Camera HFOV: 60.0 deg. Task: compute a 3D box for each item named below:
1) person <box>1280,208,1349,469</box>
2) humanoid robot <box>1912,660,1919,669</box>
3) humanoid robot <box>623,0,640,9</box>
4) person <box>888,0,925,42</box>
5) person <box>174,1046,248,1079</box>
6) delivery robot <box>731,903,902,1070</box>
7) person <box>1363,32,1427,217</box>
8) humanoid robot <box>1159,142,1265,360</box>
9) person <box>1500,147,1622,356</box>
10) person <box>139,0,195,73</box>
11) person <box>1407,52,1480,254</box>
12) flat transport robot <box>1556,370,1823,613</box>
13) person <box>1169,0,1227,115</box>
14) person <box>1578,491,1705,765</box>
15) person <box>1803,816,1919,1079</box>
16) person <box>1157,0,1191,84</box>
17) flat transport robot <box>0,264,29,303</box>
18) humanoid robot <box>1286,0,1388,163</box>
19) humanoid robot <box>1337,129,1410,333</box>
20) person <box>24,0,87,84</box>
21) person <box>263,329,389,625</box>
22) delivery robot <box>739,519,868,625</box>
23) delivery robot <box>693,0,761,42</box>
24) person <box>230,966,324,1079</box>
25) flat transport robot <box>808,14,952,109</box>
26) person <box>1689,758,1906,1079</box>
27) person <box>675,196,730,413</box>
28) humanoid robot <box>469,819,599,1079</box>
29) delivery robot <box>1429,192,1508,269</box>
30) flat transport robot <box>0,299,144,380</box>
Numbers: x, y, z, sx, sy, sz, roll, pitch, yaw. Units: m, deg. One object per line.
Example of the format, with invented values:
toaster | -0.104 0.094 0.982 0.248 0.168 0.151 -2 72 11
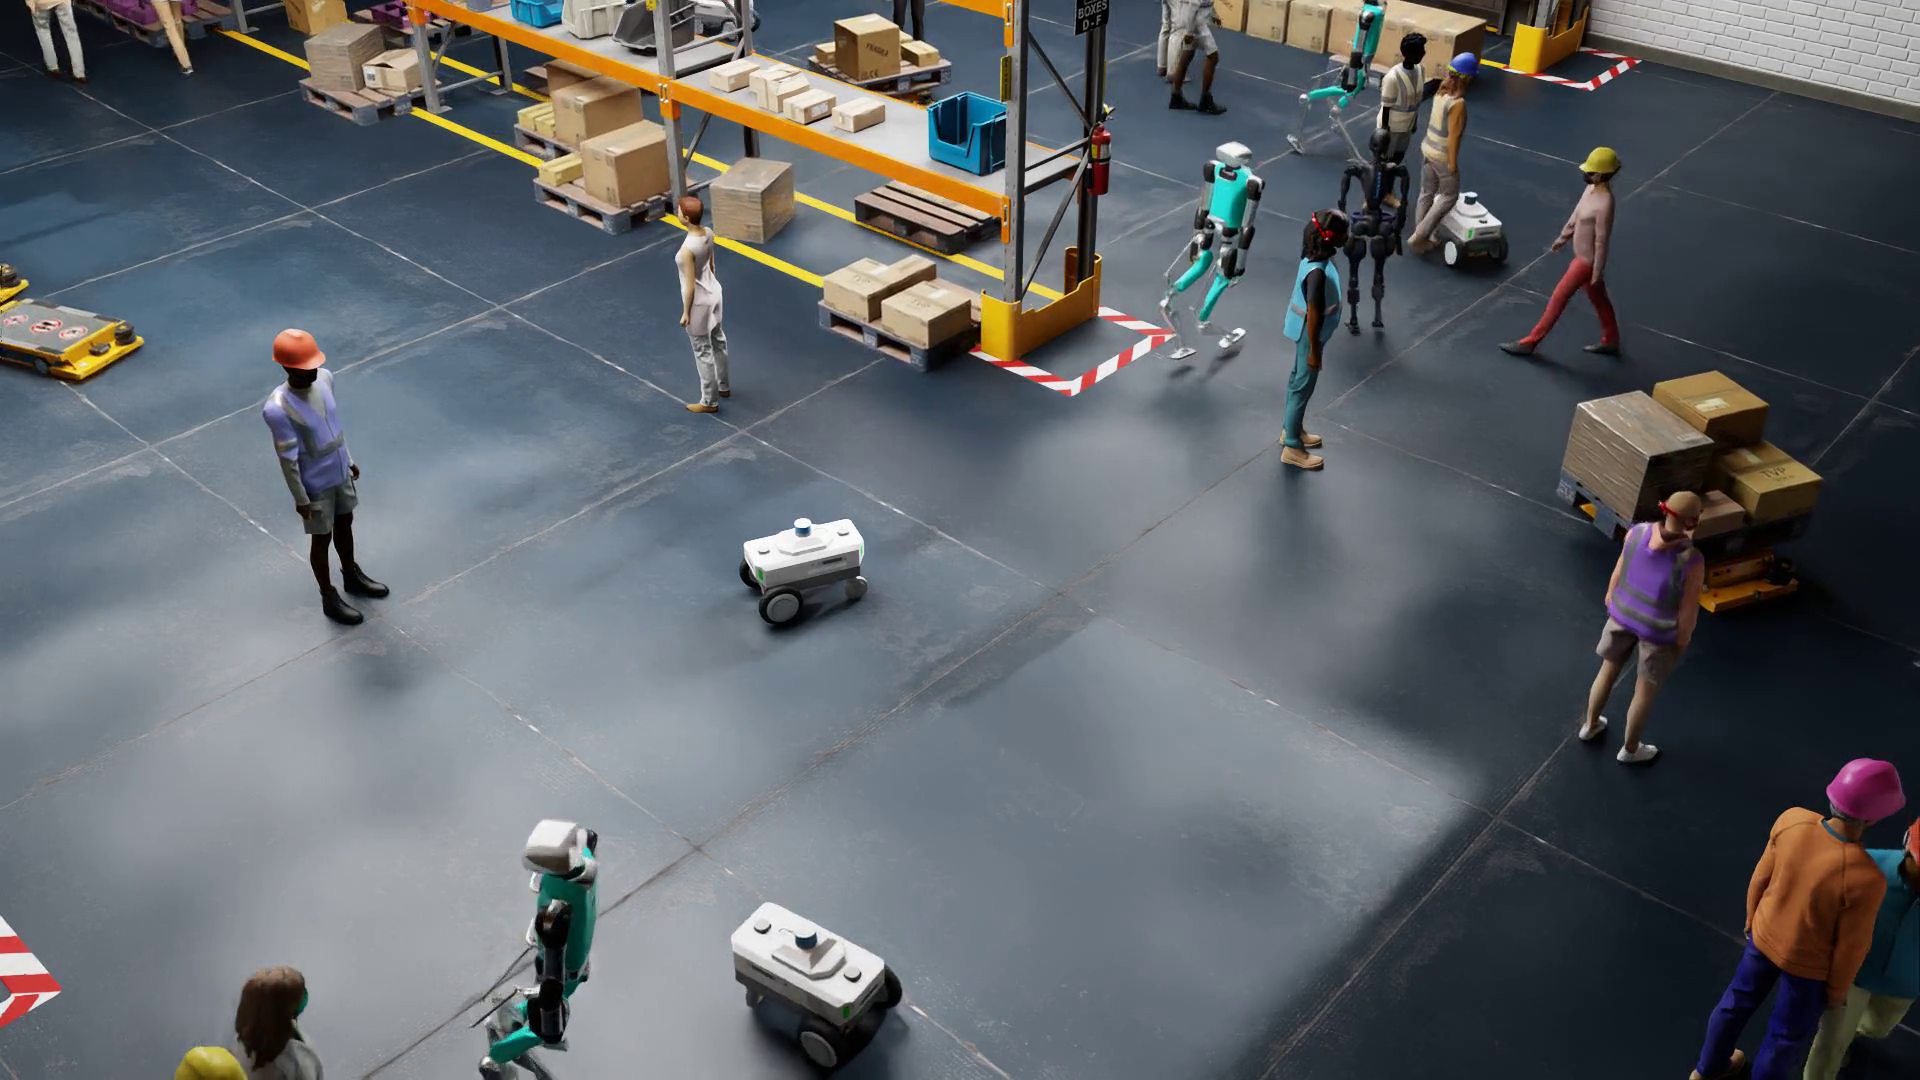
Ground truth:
person | 2.415 -1.396 11.424 0.390 1.870 0.528 6 35 9
humanoid robot | 5.967 0.160 9.388 0.722 1.652 0.604 -13 37 -18
humanoid robot | -3.407 -5.895 18.148 0.735 1.889 0.541 8 35 11
person | -0.555 -6.053 18.194 0.507 1.842 0.333 -6 35 -9
person | -2.431 2.447 5.902 0.597 1.821 0.403 -22 40 -29
delivery robot | -0.677 1.994 7.657 0.752 0.581 0.518 20 39 27
person | 3.938 -3.735 14.972 0.531 1.690 0.322 -27 43 -33
humanoid robot | 1.850 -2.089 12.534 0.969 1.738 0.539 -27 43 -33
person | 4.776 -2.186 12.702 0.929 1.710 0.531 6 35 9
person | -8.775 -6.053 18.312 0.574 1.706 0.882 -25 42 -32
person | 4.153 -3.312 14.293 0.392 1.755 0.522 -9 36 -12
flat transport robot | 4.706 -0.050 10.883 0.659 0.231 1.431 -12 36 -17
person | 2.547 -5.334 17.103 0.744 1.907 0.542 3 35 4
person | 3.666 0.460 8.888 0.340 1.692 0.492 -23 41 -30
person | 3.867 1.764 6.973 0.569 1.721 0.773 13 37 18
person | 2.321 -5.883 17.906 0.413 1.892 0.542 -12 36 -16
flat transport robot | -8.631 -2.121 13.884 1.431 0.231 0.659 8 35 11
humanoid robot | 3.590 -4.520 16.104 1.000 1.779 0.530 18 38 24
humanoid robot | 3.206 -2.400 13.055 0.602 1.647 0.460 0 35 1
person | -9.867 -5.885 17.942 0.533 1.846 0.749 -26 43 -33
person | -3.776 -0.392 9.911 0.371 1.934 0.550 10 36 14
delivery robot | -0.984 0.149 10.351 0.794 0.603 0.499 -13 37 -19
delivery robot | -2.772 -6.203 19.554 0.808 0.604 0.499 14 37 20
person | -2.638 2.255 6.373 0.942 1.596 0.498 -16 38 -21
flat transport robot | -0.904 -4.857 17.847 0.659 0.231 1.431 -20 39 -26
person | 3.469 1.678 6.872 0.370 1.984 0.515 -15 37 -21
person | -1.886 -1.711 12.063 0.285 1.661 0.441 10 36 14
humanoid robot | -1.789 1.843 6.843 0.753 1.766 0.543 1 35 2
delivery robot | 4.416 -2.739 14.515 0.499 0.581 0.768 -8 35 -12
flat transport robot | -7.253 -1.602 13.131 1.431 0.231 0.659 13 37 18
